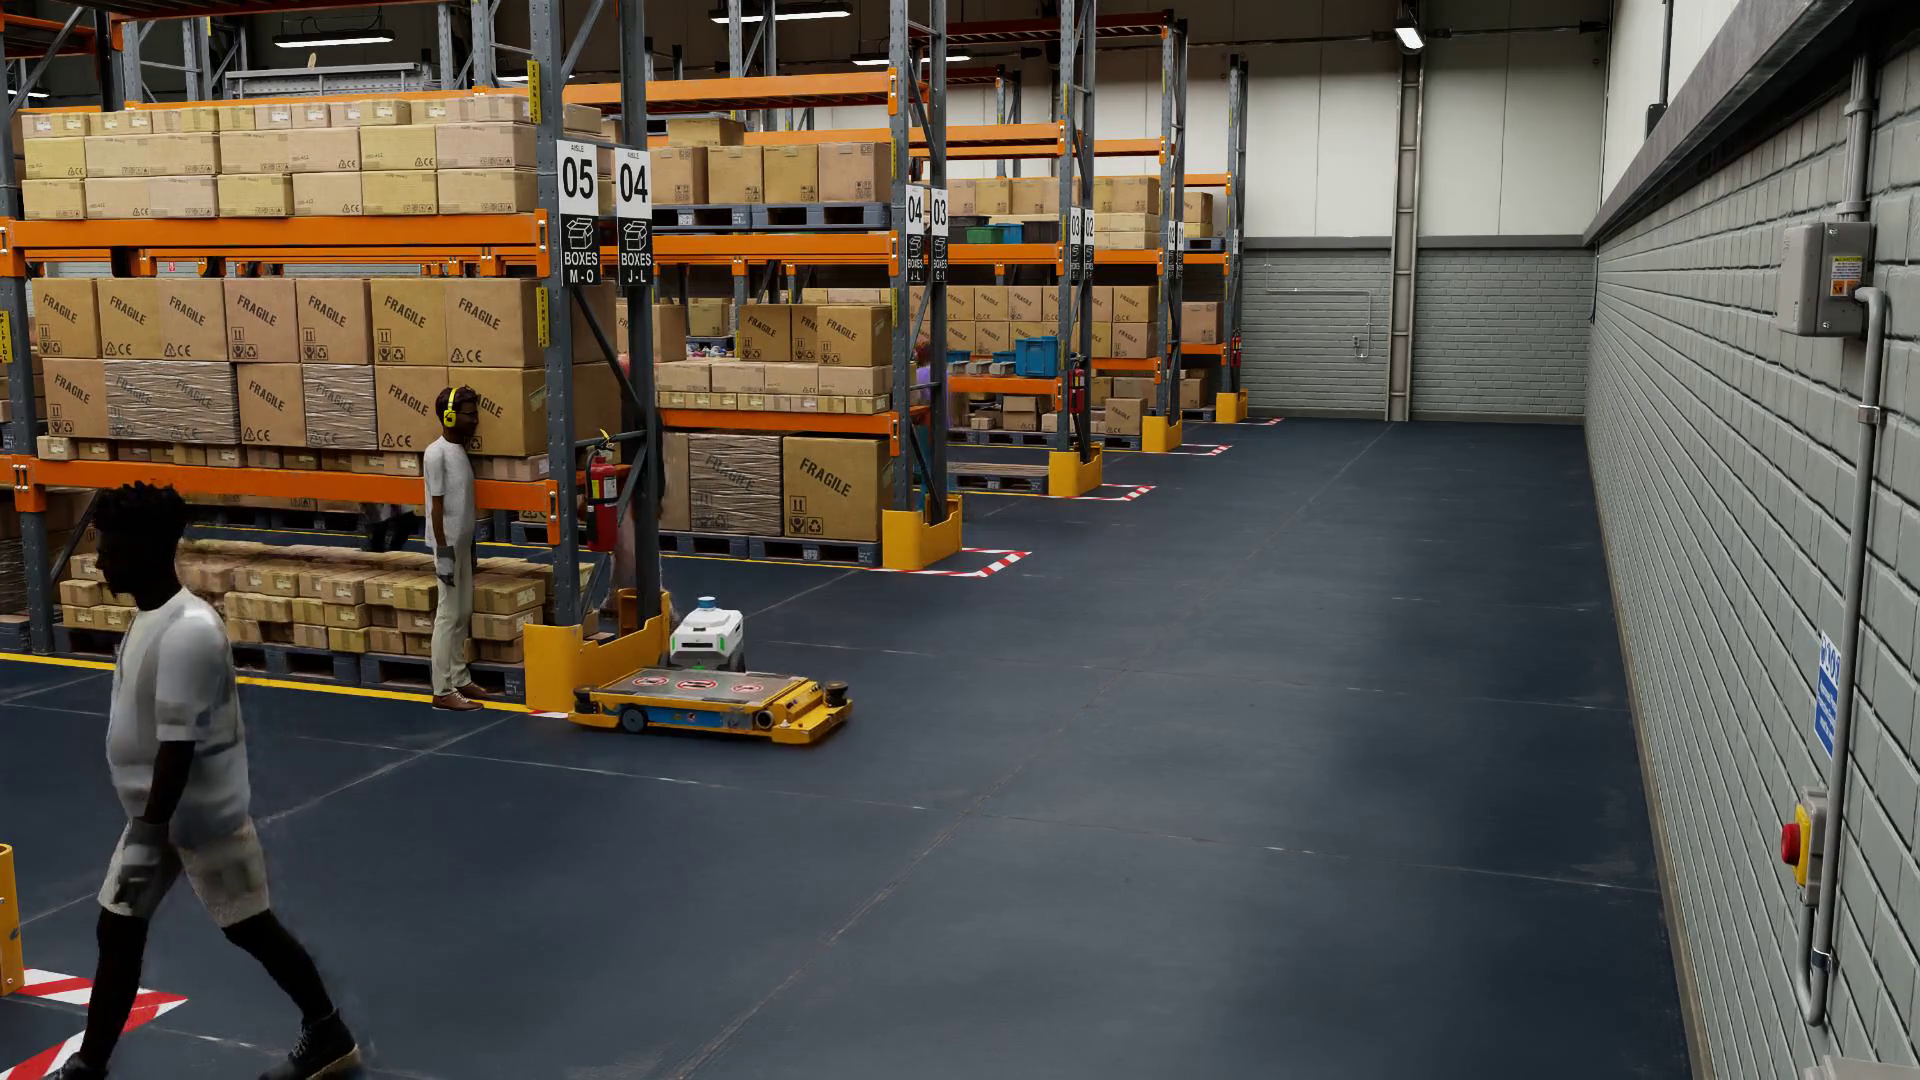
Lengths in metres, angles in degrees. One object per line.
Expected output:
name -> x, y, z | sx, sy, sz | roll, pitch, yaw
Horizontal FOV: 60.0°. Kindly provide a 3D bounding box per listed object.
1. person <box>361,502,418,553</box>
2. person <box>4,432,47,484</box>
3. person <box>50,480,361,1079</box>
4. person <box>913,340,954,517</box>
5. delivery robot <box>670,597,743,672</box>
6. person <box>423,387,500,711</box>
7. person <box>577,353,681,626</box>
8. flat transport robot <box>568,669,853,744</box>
person -> -4.551, -0.420, 13.093 | 0.378, 1.677, 0.538 | 3, 10, 21
person -> -8.326, -0.832, 14.568 | 0.672, 2.013, 0.645 | 2, 9, 14
person -> -2.306, 0.776, 4.881 | 1.008, 1.918, 0.605 | -8, 12, -41
person -> -0.322, -1.123, 16.973 | 0.527, 1.832, 0.594 | 5, 11, 31
delivery robot -> -1.519, 0.585, 10.003 | 0.477, 0.478, 0.707 | 0, 9, 1
person -> -2.891, 0.053, 9.567 | 0.333, 1.860, 0.510 | 0, 9, 3
person -> -2.300, -0.323, 11.635 | 0.987, 1.963, 0.616 | 6, 11, 32
flat transport robot -> -1.377, 0.898, 9.221 | 1.431, 0.197, 0.652 | 3, 9, 17
